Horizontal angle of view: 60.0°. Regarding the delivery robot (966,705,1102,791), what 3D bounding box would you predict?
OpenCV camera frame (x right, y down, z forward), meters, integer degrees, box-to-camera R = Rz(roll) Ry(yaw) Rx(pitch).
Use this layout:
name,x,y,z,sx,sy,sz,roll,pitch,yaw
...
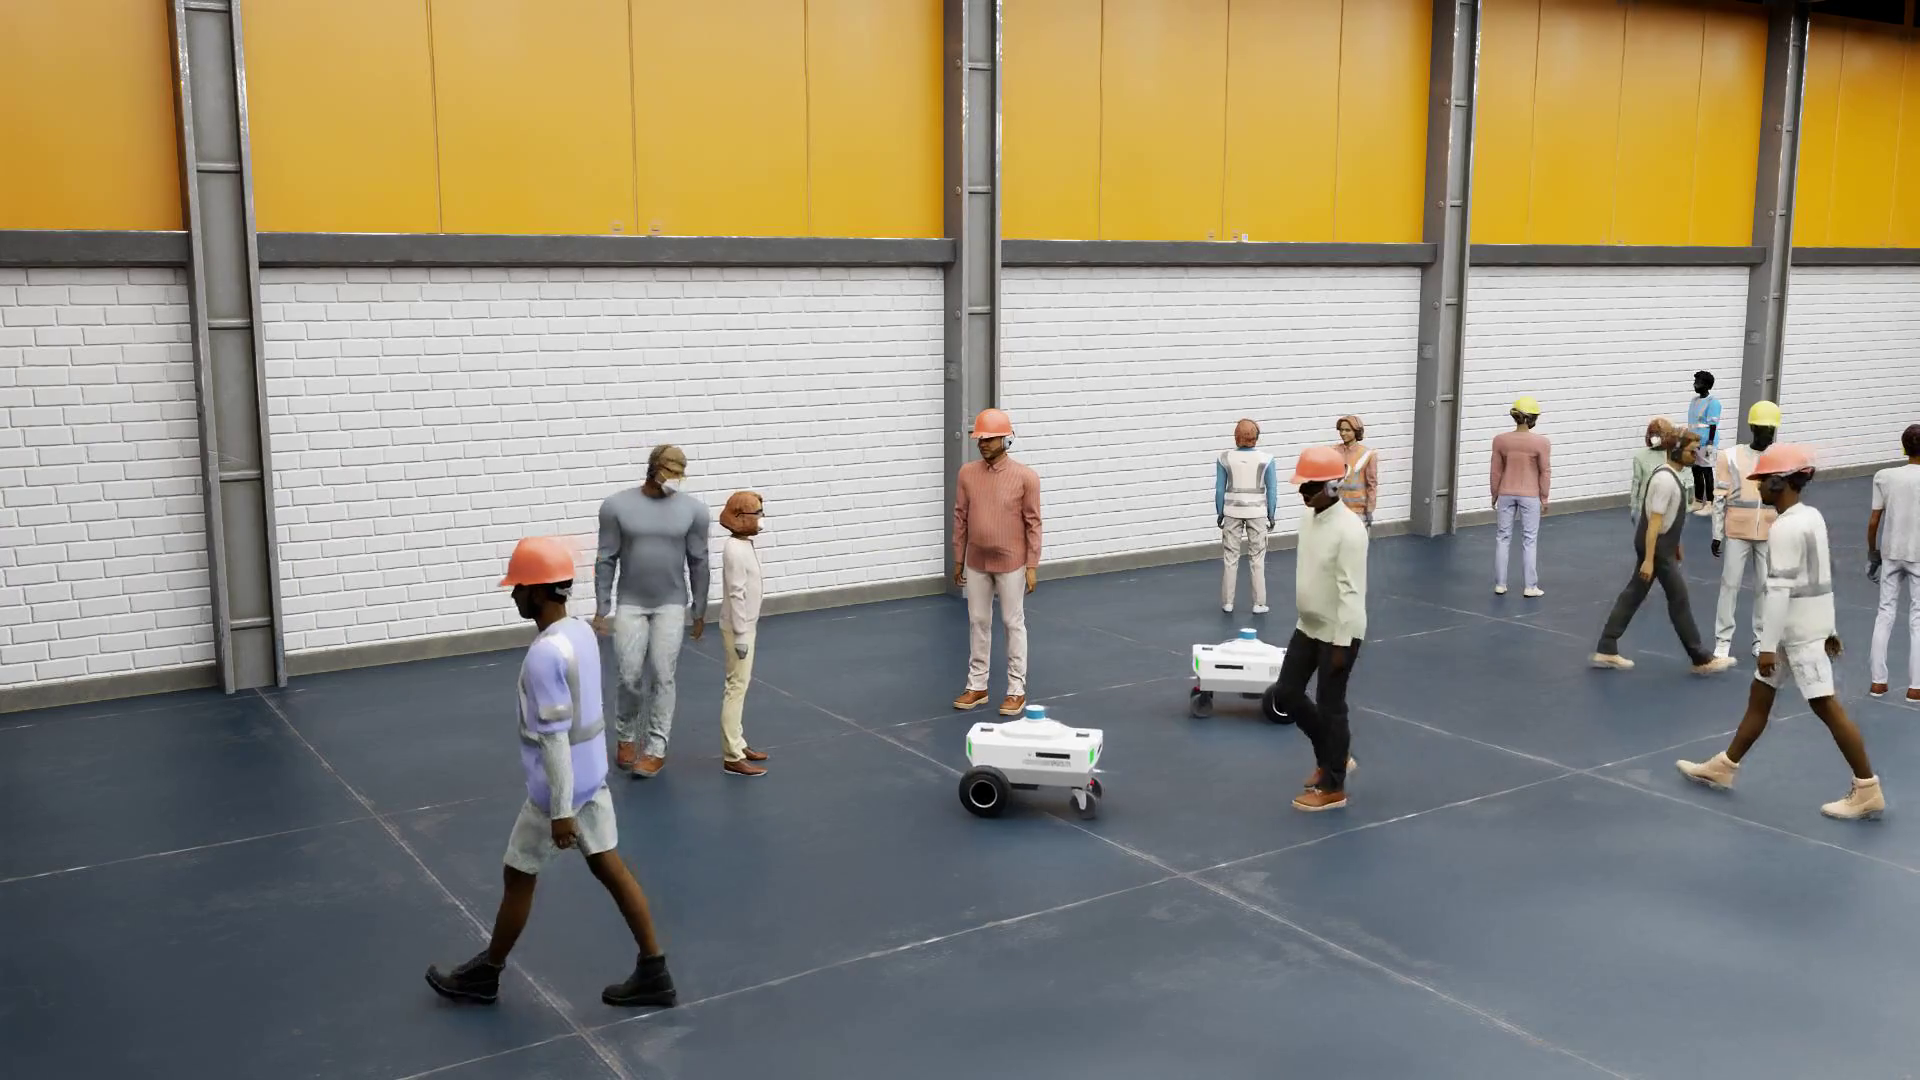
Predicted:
name,x,y,z,sx,sy,sz,roll,pitch,yaw
delivery robot,0.401,1.128,8.897,0.707,0.478,0.477,2,10,11

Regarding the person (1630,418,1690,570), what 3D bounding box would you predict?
name,x,y,z,sx,sy,sz,roll,pitch,yaw
person,6.046,-0.259,14.365,0.506,1.610,0.667,8,12,40

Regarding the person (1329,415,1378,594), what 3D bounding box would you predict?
name,x,y,z,sx,sy,sz,roll,pitch,yaw
person,3.313,-0.250,14.217,0.516,1.641,0.308,7,12,37

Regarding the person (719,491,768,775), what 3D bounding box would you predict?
name,x,y,z,sx,sy,sz,roll,pitch,yaw
person,-1.246,0.524,9.575,0.274,1.632,0.503,0,9,-1

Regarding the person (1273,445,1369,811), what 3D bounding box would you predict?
name,x,y,z,sx,sy,sz,roll,pitch,yaw
person,1.922,0.476,8.836,0.431,1.973,0.649,-3,10,-19

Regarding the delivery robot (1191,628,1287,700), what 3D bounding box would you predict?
name,x,y,z,sx,sy,sz,roll,pitch,yaw
delivery robot,1.854,0.816,10.750,0.707,0.478,0.477,2,9,7

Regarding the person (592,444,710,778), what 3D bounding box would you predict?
name,x,y,z,sx,sy,sz,roll,pitch,yaw
person,-1.760,0.409,9.522,0.675,1.910,0.522,-2,10,-10

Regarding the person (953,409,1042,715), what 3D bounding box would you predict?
name,x,y,z,sx,sy,sz,roll,pitch,yaw
person,0.223,0.141,10.796,0.622,1.992,0.393,5,11,28

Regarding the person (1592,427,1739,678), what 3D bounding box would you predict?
name,x,y,z,sx,sy,sz,roll,pitch,yaw
person,5.003,0.088,11.752,0.973,1.783,0.638,4,10,21

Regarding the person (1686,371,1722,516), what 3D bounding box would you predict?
name,x,y,z,sx,sy,sz,roll,pitch,yaw
person,8.631,-1.125,19.346,0.321,1.690,0.536,-1,9,-6

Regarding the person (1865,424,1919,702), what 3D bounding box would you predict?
name,x,y,z,sx,sy,sz,roll,pitch,yaw
person,6.350,0.148,11.152,0.332,1.864,0.514,-9,13,-42

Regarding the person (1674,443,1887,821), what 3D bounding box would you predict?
name,x,y,z,sx,sy,sz,roll,pitch,yaw
person,4.467,0.478,8.894,1.098,1.970,0.688,7,12,35

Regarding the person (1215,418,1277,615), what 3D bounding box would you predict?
name,x,y,z,sx,sy,sz,roll,pitch,yaw
person,2.379,-0.192,13.857,0.514,1.645,0.309,3,10,17

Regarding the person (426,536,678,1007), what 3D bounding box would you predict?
name,x,y,z,sx,sy,sz,roll,pitch,yaw
person,-1.580,0.915,6.477,1.016,1.880,0.569,1,10,7

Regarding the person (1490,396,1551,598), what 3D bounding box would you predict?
name,x,y,z,sx,sy,sz,roll,pitch,yaw
person,4.921,-0.378,14.620,0.526,1.765,0.329,7,12,37

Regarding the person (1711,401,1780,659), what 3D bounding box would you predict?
name,x,y,z,sx,sy,sz,roll,pitch,yaw
person,5.824,-0.059,12.198,0.587,1.930,0.359,3,10,15
